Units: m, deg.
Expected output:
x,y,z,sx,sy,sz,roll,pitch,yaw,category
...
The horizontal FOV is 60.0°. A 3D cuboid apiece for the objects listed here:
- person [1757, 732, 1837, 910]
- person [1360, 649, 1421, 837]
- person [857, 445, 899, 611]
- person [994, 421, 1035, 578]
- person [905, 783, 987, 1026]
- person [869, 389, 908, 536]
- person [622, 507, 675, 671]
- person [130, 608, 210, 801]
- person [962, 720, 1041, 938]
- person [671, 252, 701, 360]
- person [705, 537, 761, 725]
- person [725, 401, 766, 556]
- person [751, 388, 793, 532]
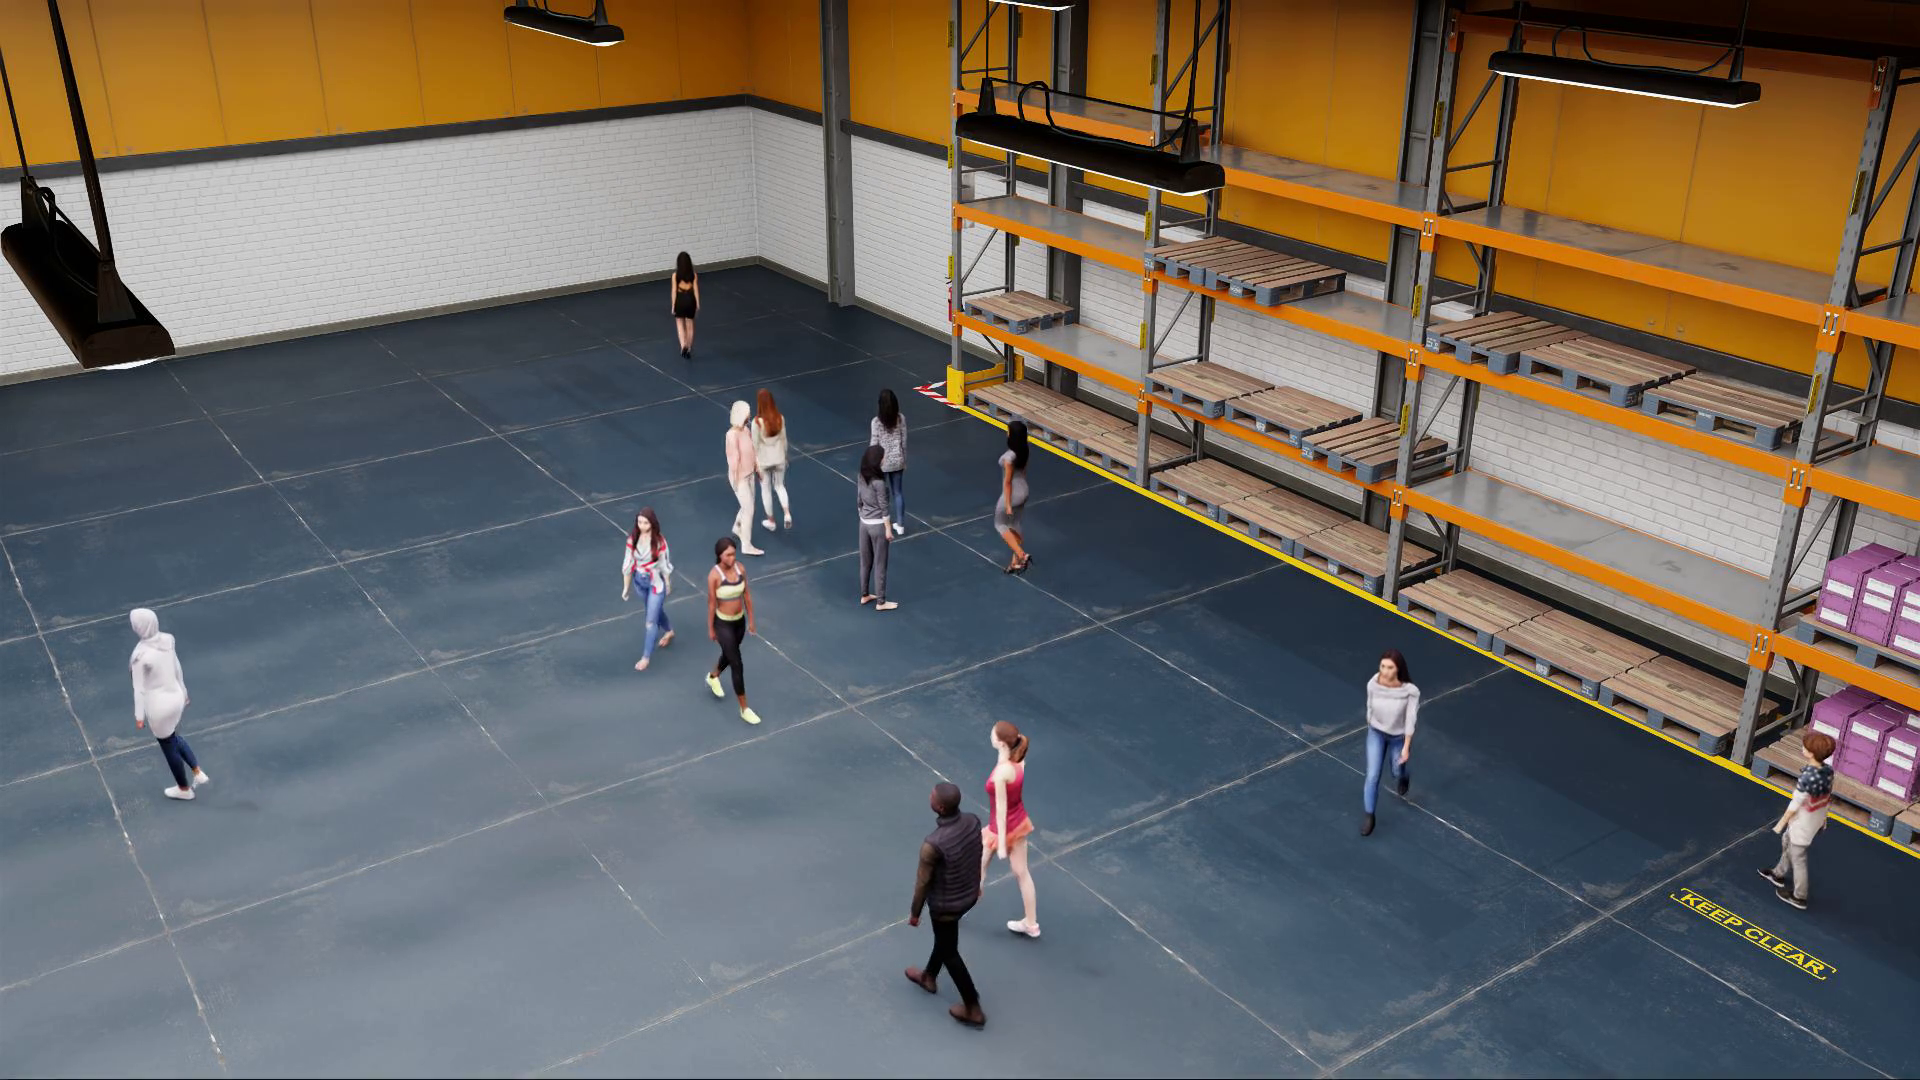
x,y,z,sx,sy,sz,roll,pitch,yaw,category
6.381,2.112,12.419,0.536,1.426,0.700,-15,28,-30,person
3.494,1.578,13.421,1.057,1.601,0.937,13,27,27,person
-0.890,-0.133,17.134,0.681,1.761,0.487,-20,30,-38,person
0.653,-0.404,17.743,0.793,1.770,0.688,17,29,34,person
-0.022,2.458,11.145,1.105,1.811,0.912,17,29,34,person
-0.811,-0.877,18.874,0.645,1.731,0.574,-11,26,-24,person
-2.967,0.412,16.141,1.108,1.558,1.072,7,25,16,person
-6.473,1.377,13.670,0.841,1.770,0.785,7,24,15,person
0.404,2.124,12.022,1.132,1.721,0.857,14,27,29,person
-4.105,-3.483,24.955,0.675,1.635,0.678,-7,25,-16,person
-2.140,0.766,15.133,0.661,1.717,1.143,-20,30,-38,person
-2.460,-0.707,18.567,0.955,1.666,0.886,11,26,23,person
-2.126,-0.863,18.891,0.630,1.692,0.785,-11,26,-23,person
